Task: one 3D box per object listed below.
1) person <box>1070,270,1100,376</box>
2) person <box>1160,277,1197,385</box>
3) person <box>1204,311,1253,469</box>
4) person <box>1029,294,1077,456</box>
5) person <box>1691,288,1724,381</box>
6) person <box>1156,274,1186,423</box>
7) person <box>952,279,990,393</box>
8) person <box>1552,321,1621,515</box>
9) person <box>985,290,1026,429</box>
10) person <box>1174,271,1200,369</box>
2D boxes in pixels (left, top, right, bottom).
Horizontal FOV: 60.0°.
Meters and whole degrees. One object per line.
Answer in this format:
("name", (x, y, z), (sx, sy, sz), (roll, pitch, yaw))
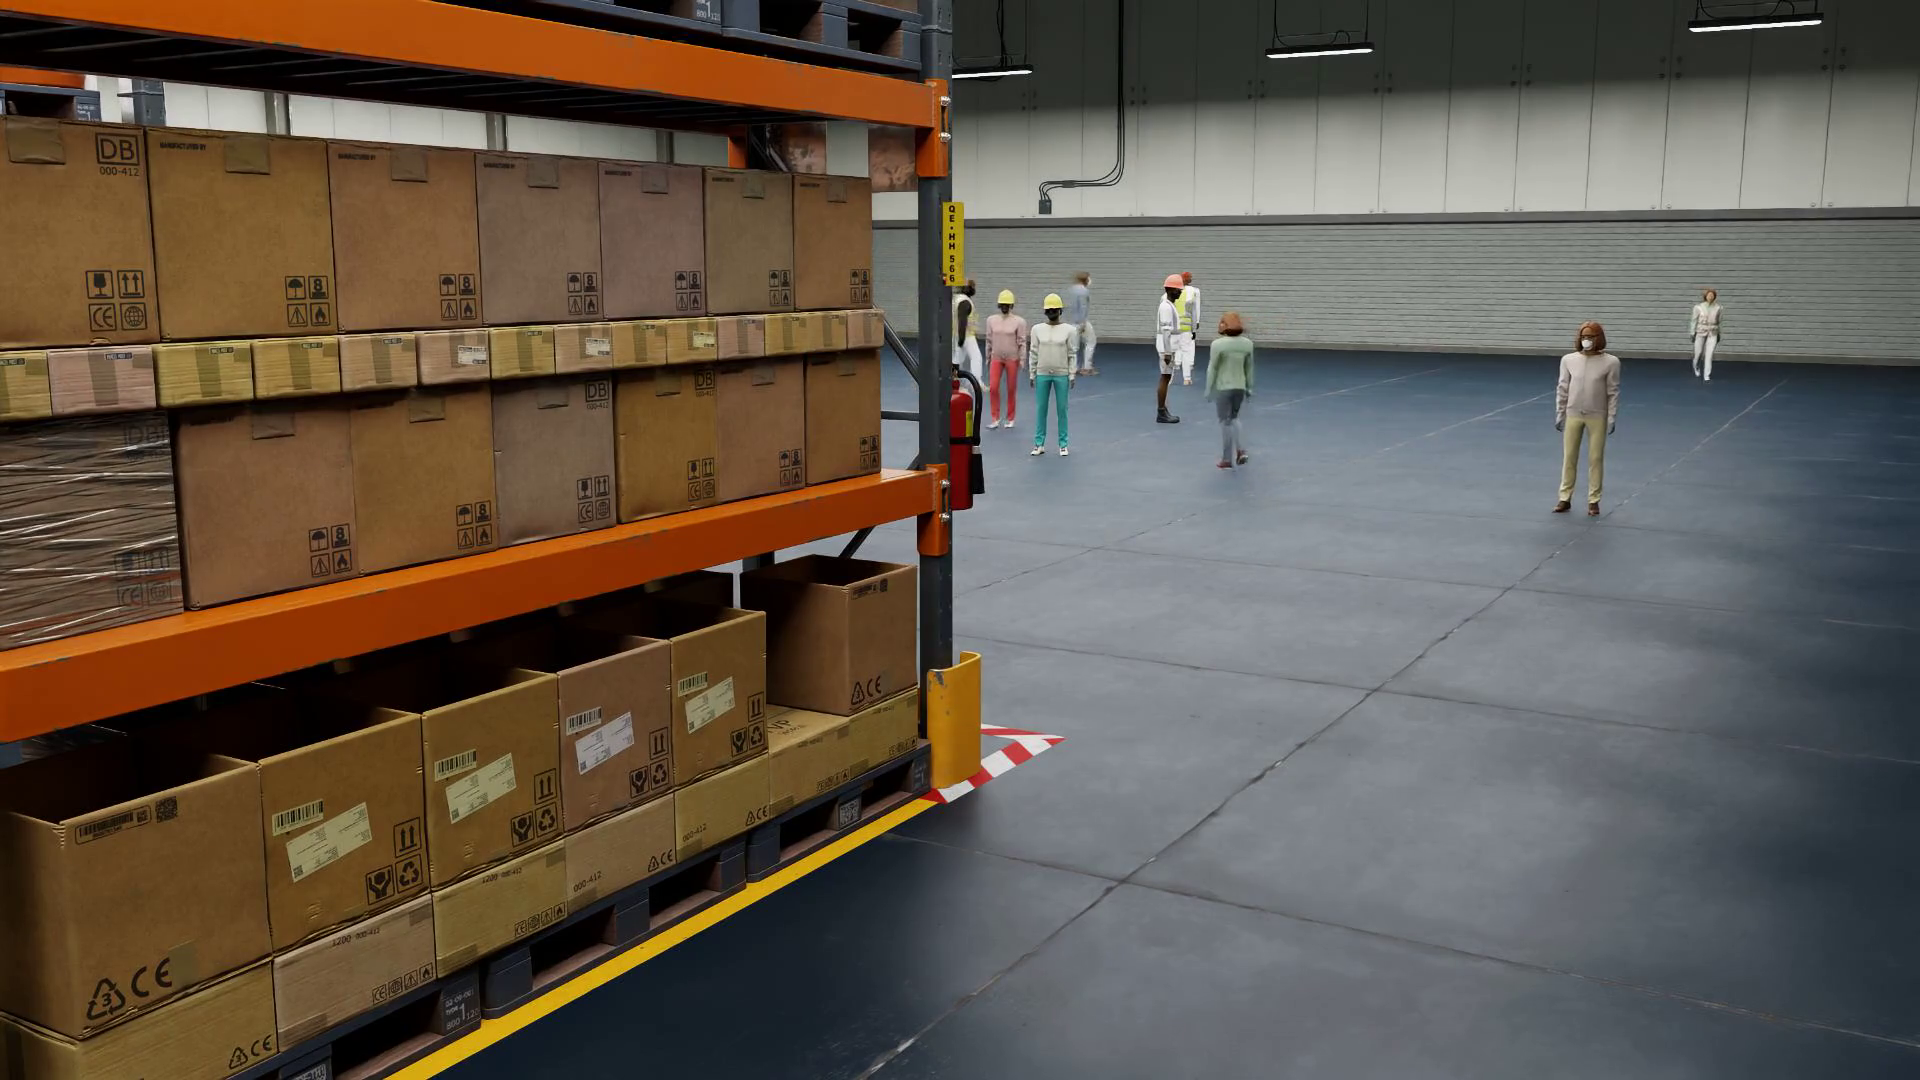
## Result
("person", (2.295, -3.923, 30.159), (0.700, 1.917, 0.662), (-2, 10, -13))
("person", (3.700, -3.538, 28.155), (0.621, 1.838, 0.429), (2, 10, 13))
("person", (2.747, -1.530, 17.036), (0.500, 1.620, 0.343), (-5, 11, -26))
("person", (1.011, -1.797, 18.163), (0.525, 1.769, 0.311), (2, 10, 11))
("person", (13.146, -3.623, 29.307), (0.513, 1.619, 0.633), (3, 10, 15))
("person", (2.759, -2.500, 21.788), (0.375, 1.934, 0.547), (2, 10, 12))
("person", (0.194, -3.240, 26.477), (0.791, 1.814, 0.631), (-1, 10, -8))
("person", (5.281, -1.023, 14.020), (0.501, 1.632, 0.280), (7, 12, 34))
("person", (0.553, -2.247, 20.849), (0.543, 1.733, 0.795), (3, 10, 14))
("person", (4.330, -4.219, 32.001), (0.575, 1.883, 0.355), (0, 10, 0))
